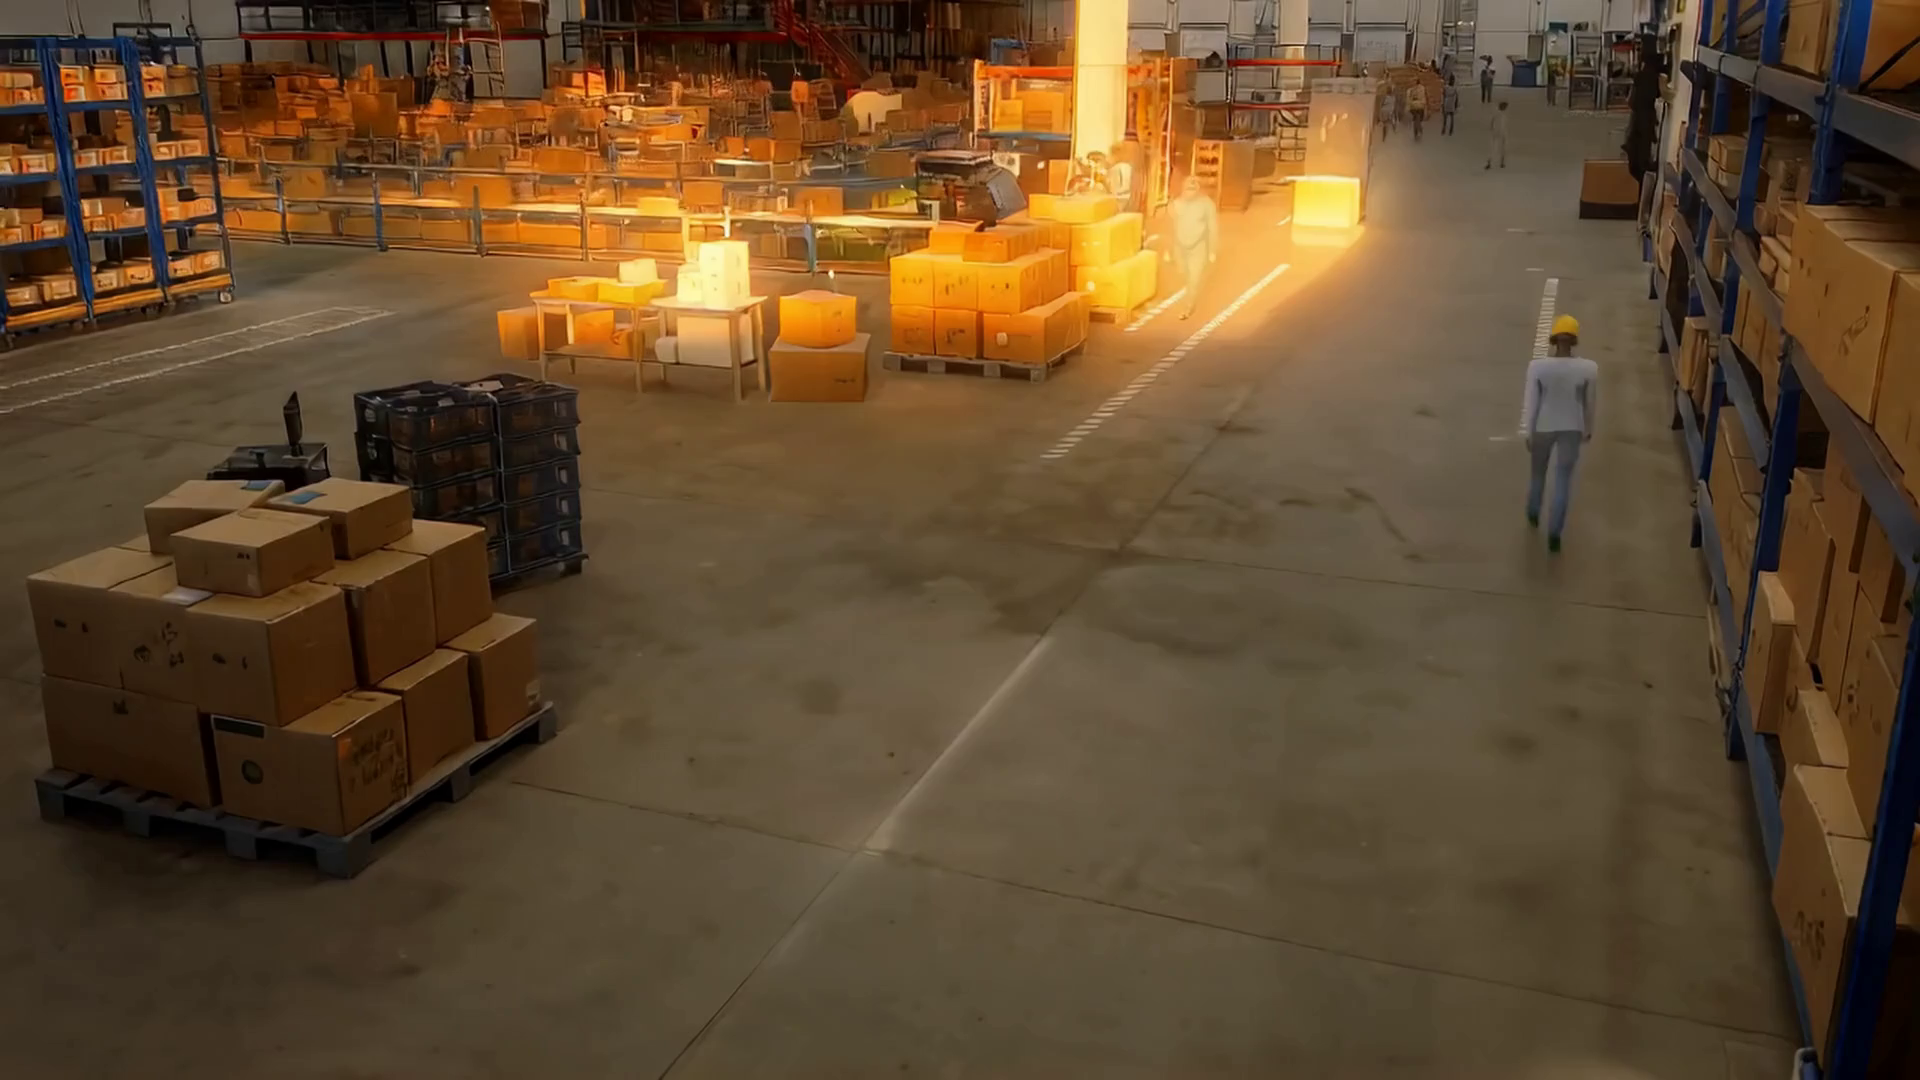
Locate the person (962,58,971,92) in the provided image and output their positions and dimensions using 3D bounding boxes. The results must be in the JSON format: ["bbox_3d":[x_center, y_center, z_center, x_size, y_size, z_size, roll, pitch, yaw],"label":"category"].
[{"bbox_3d":[0.249,-20.883,75.387,0.992,1.882,0.548,-1,18,-4],"label":"person"}]

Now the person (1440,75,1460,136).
[{"bbox_3d":[15.980,-14.130,54.101,0.462,1.940,0.680,-12,21,-34],"label":"person"}]

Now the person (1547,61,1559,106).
[{"bbox_3d":[25.382,-19.522,71.137,0.312,1.869,0.537,-13,22,-36],"label":"person"}]

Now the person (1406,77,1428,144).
[{"bbox_3d":[14.043,-13.228,51.180,0.670,1.977,0.947,3,18,9],"label":"person"}]

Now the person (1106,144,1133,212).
[{"bbox_3d":[2.711,-5.694,27.814,0.783,1.801,0.594,13,22,35],"label":"person"}]

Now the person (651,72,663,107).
[{"bbox_3d":[-11.410,-16.801,62.831,0.788,1.719,0.496,7,19,20],"label":"person"}]

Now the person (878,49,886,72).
[{"bbox_3d":[-4.491,-27.340,95.743,0.514,1.841,0.327,-11,21,-32],"label":"person"}]

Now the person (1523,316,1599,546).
[{"bbox_3d":[4.576,-0.853,12.729,0.527,1.718,0.923,6,19,19],"label":"person"}]

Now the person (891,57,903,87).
[{"bbox_3d":[-2.886,-21.293,76.692,0.590,1.891,0.800,4,18,13],"label":"person"}]

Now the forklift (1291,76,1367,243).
[{"bbox_3d":[6.598,-6.755,29.381,1.129,2.768,1.873,6,19,19],"label":"forklift"}]

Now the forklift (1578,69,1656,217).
[{"bbox_3d":[13.219,-7.740,32.475,1.873,2.768,1.129,6,19,18],"label":"forklift"}]

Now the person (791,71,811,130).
[{"bbox_3d":[-5.470,-14.999,56.797,0.611,1.959,0.994,-10,20,-29],"label":"person"}]

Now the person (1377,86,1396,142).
[{"bbox_3d":[13.249,-13.282,51.829,0.552,1.671,0.683,-3,18,-10],"label":"person"}]

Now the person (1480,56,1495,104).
[{"bbox_3d":[23.168,-20.177,72.916,0.538,2.000,0.683,-13,22,-36],"label":"person"}]

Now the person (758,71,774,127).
[{"bbox_3d":[-6.864,-15.490,58.407,0.584,1.908,0.571,14,23,38],"label":"person"}]

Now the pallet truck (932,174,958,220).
[{"bbox_3d":[-0.507,-5.292,27.348,0.653,1.274,1.630,6,19,19],"label":"pallet truck"}]

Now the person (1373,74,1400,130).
[{"bbox_3d":[14.625,-14.935,56.732,0.992,1.874,0.608,-4,18,-12],"label":"person"}]

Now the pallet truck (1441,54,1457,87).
[{"bbox_3d":[22.765,-21.886,78.355,0.823,1.965,1.885,-4,18,-14],"label":"pallet truck"}]

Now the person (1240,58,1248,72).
[{"bbox_3d":[13.903,-22.744,81.264,0.571,1.864,0.581,-15,23,-39],"label":"person"}]

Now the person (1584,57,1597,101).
[{"bbox_3d":[28.448,-20.800,75.059,0.377,1.923,0.595,-9,20,-26],"label":"person"}]

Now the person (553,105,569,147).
[{"bbox_3d":[-10.344,-10.402,42.939,0.501,1.586,0.859,15,23,40],"label":"person"}]

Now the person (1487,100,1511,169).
[{"bbox_3d":[13.880,-10.437,42.825,0.523,1.726,0.898,11,21,31],"label":"person"}]

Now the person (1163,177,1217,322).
[{"bbox_3d":[3.006,-3.824,21.848,0.666,1.847,1.010,11,21,31],"label":"person"}]

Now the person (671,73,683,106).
[{"bbox_3d":[-10.208,-15.744,59.411,0.713,1.794,0.622,7,19,22],"label":"person"}]
